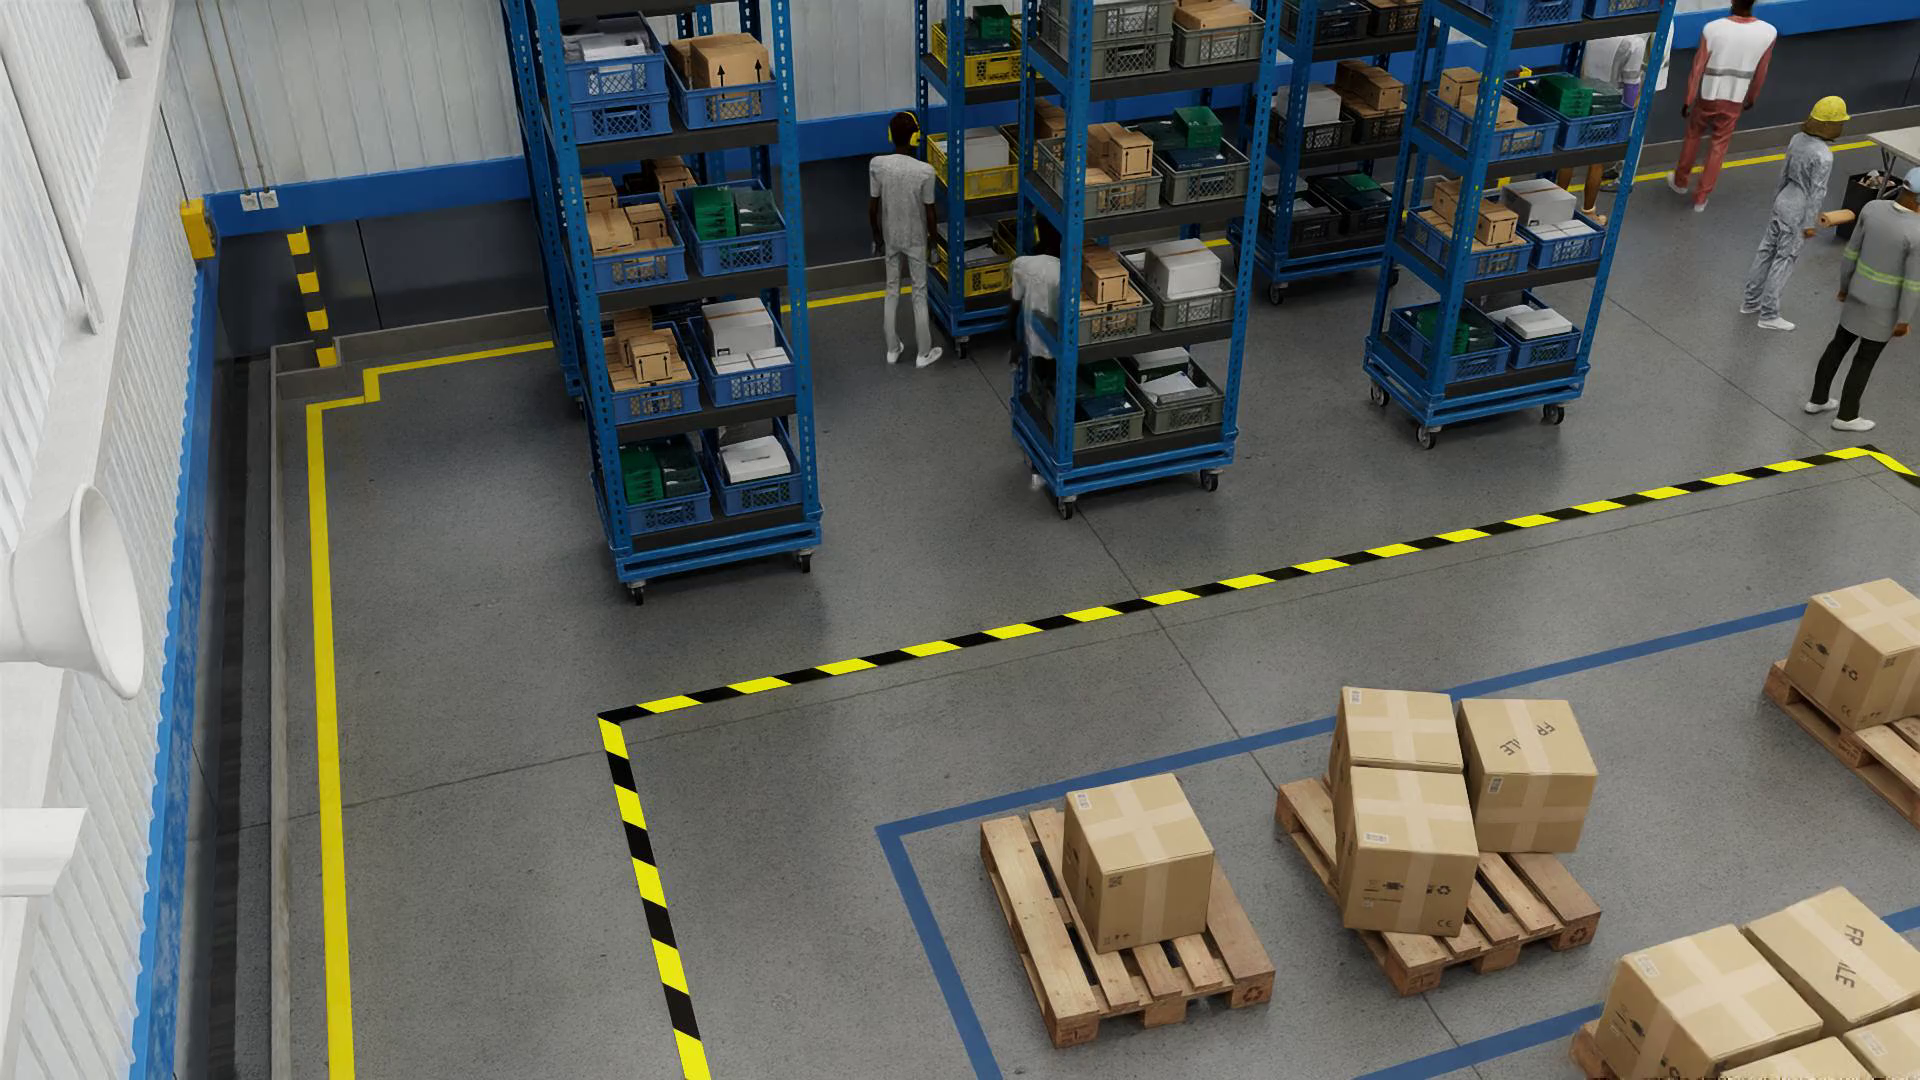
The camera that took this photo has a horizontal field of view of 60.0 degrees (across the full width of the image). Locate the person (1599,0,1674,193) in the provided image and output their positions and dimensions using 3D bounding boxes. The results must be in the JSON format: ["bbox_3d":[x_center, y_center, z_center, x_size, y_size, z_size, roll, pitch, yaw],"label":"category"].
[{"bbox_3d":[5.813,-3.876,14.184,0.375,1.841,0.571,9,36,12],"label":"person"}]

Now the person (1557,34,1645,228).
[{"bbox_3d":[5.198,-3.525,13.513,0.365,2.048,0.606,-26,43,-32],"label":"person"}]

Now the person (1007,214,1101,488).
[{"bbox_3d":[0.634,-1.239,10.445,0.529,1.845,0.708,19,40,25],"label":"person"}]

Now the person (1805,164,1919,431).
[{"bbox_3d":[6.050,-1.595,10.943,0.396,1.850,0.597,-12,37,-16],"label":"person"}]

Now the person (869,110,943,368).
[{"bbox_3d":[-0.382,-2.087,11.632,0.516,1.864,0.336,12,37,17],"label":"person"}]

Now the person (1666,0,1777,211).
[{"bbox_3d":[6.379,-3.732,13.941,0.609,1.903,0.594,9,36,13],"label":"person"}]

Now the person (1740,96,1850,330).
[{"bbox_3d":[6.129,-2.400,12.177,0.307,1.744,0.485,-3,35,-4],"label":"person"}]
